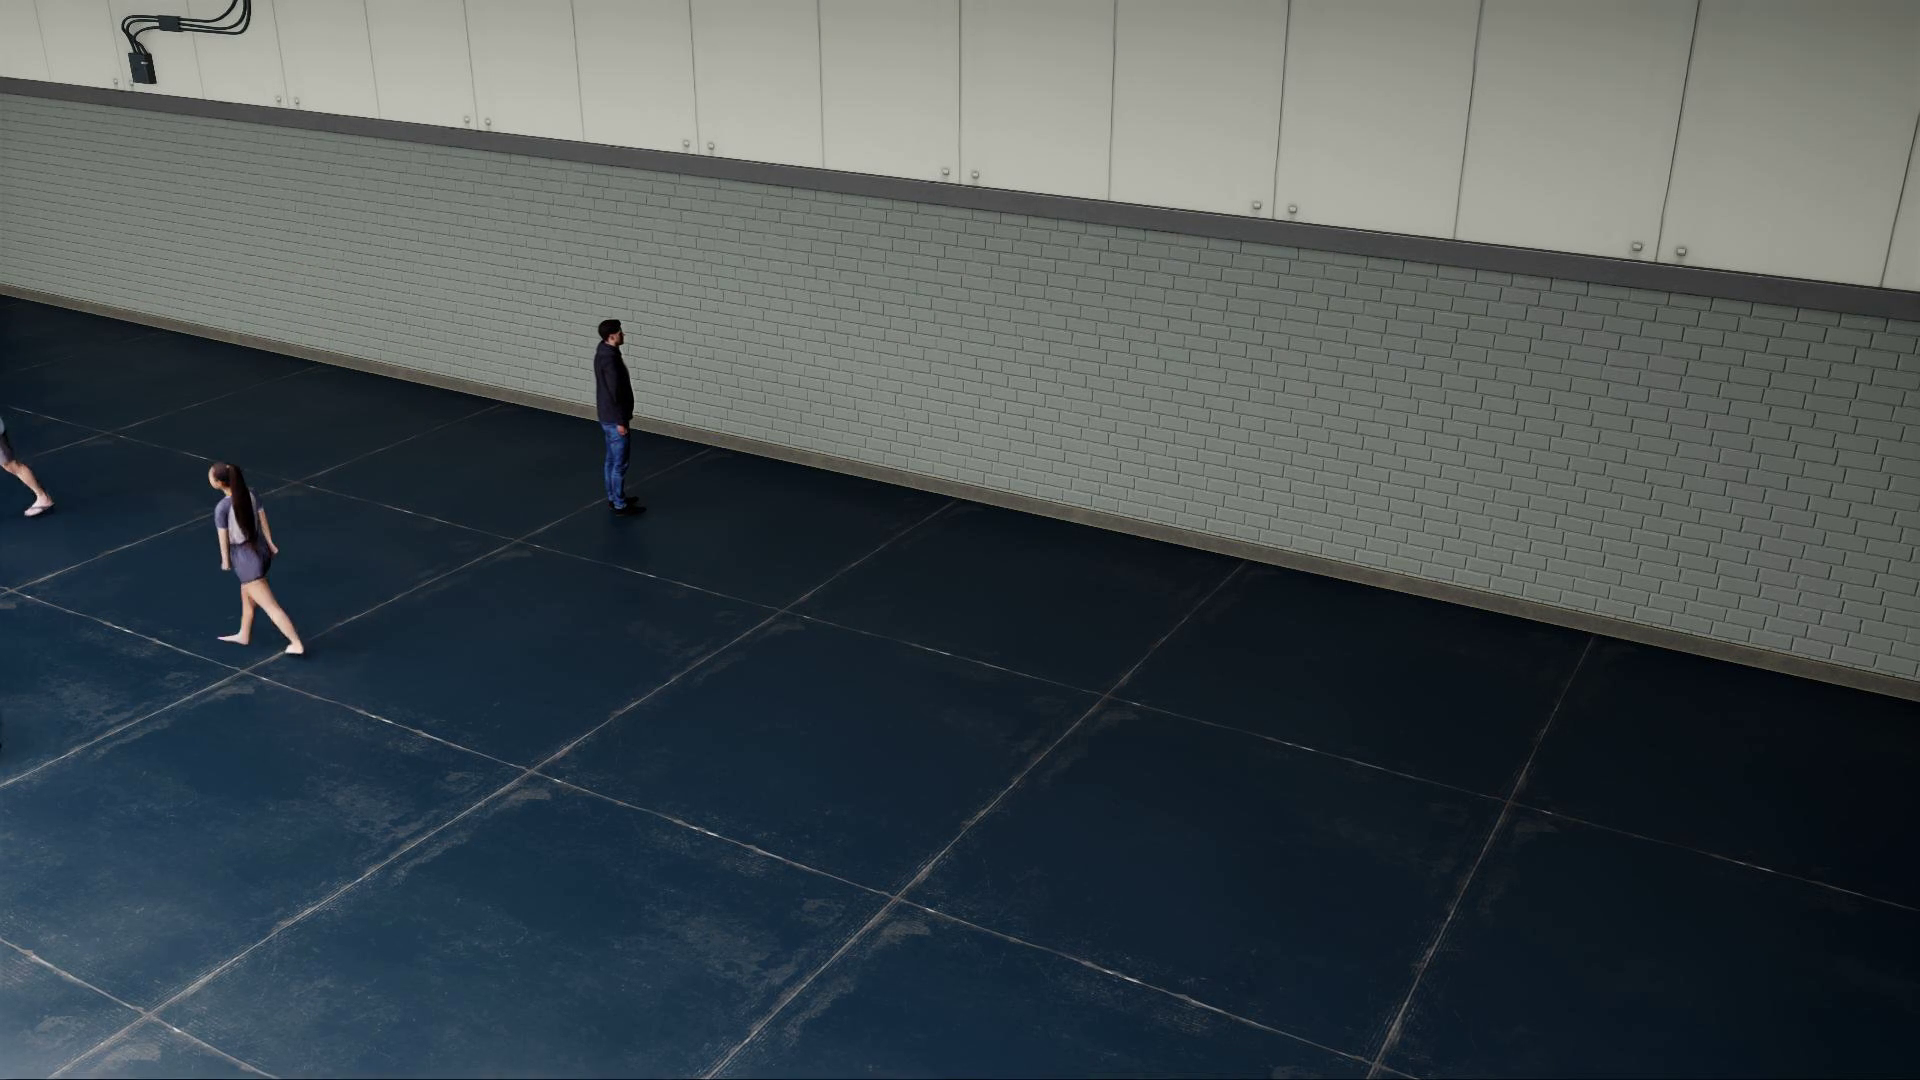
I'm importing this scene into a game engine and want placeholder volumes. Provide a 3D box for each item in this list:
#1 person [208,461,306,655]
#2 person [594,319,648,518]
[{"bbox_3d":[-5.415,0.172,12.901,0.866,1.604,0.988,7,24,17],"label":"person"},{"bbox_3d":[-3.259,-1.157,15.658,0.780,1.895,0.758,-10,25,-22],"label":"person"}]
